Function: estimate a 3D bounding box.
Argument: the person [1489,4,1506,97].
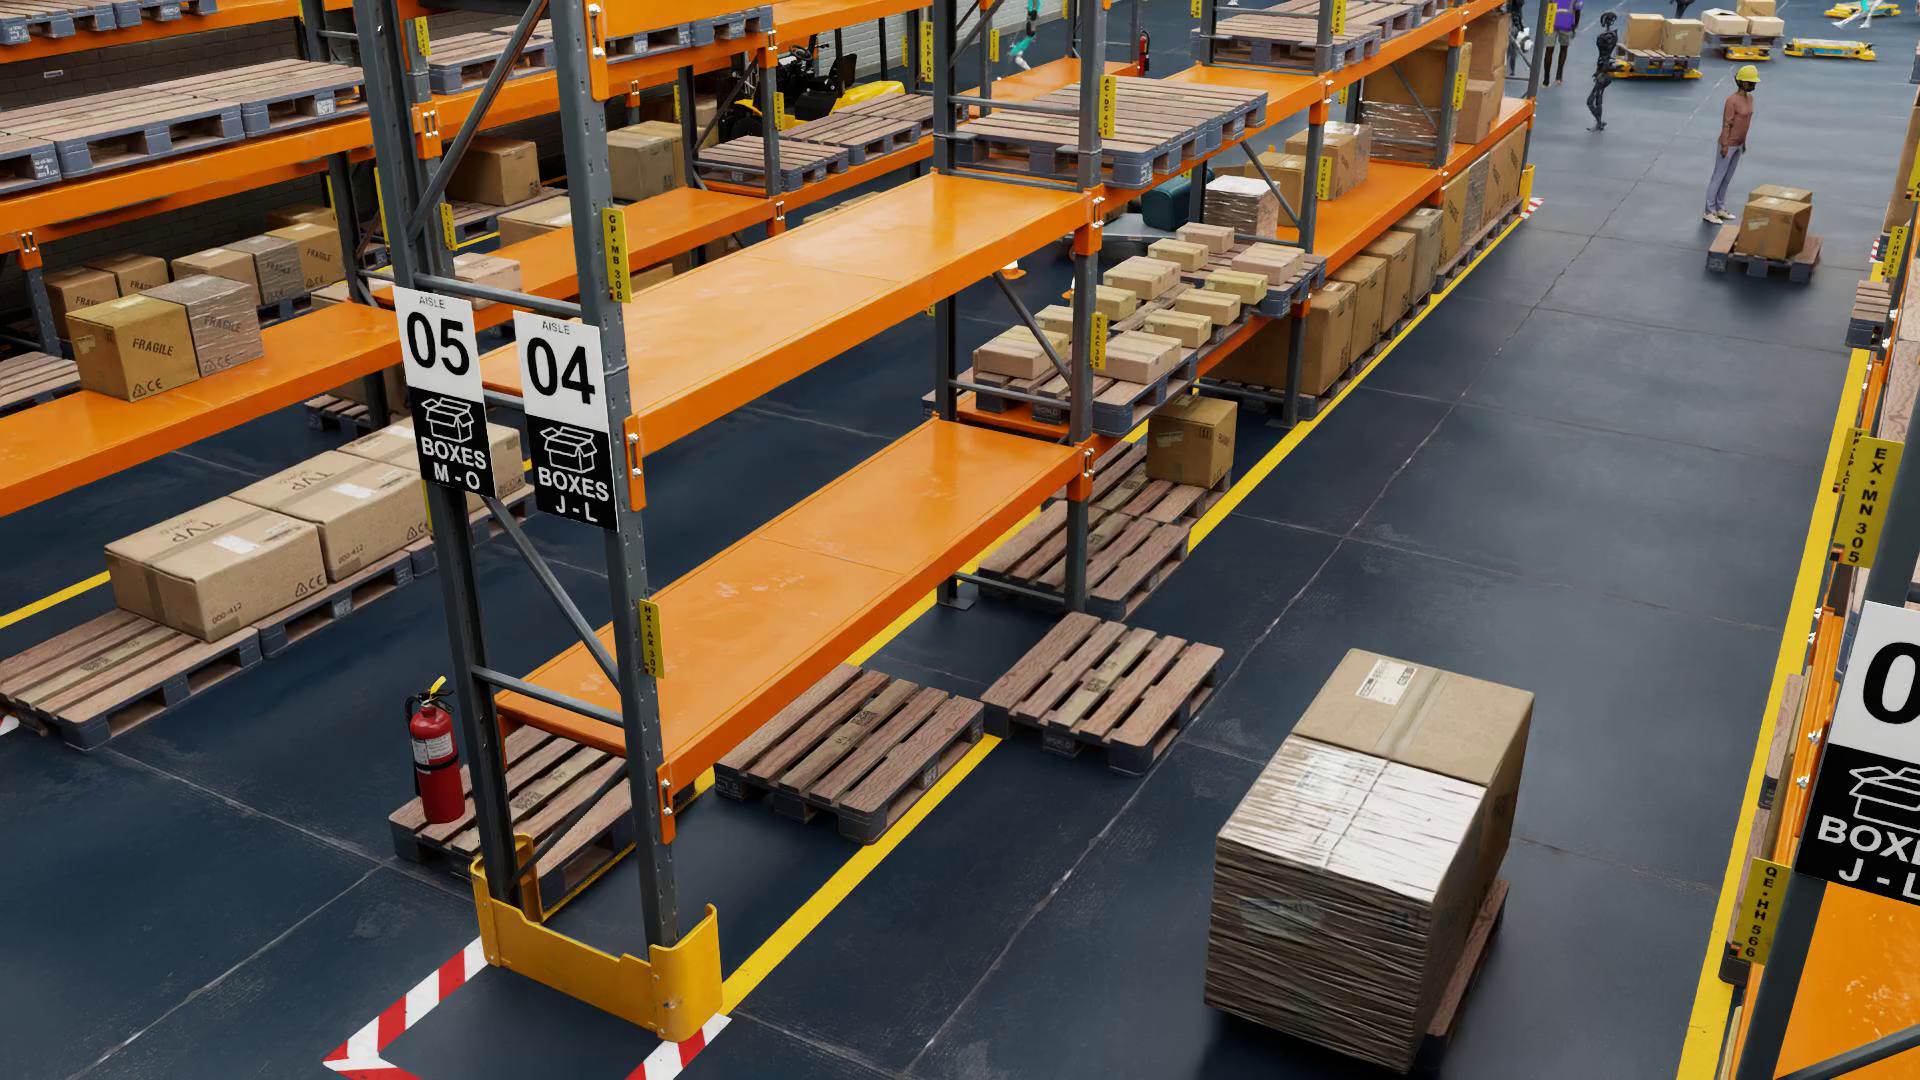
[{"bbox_3d":[7.506,-6.744,23.505,0.947,1.878,0.602,-4,26,-9],"label":"person"}]

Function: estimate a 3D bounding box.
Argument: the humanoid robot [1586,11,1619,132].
[{"bbox_3d":[9.054,-6.604,23.439,0.335,1.642,0.613,5,26,11],"label":"humanoid robot"}]

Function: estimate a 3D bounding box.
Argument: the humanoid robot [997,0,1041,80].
[{"bbox_3d":[0.933,-8.166,26.724,0.905,1.844,0.530,0,26,0],"label":"humanoid robot"}]

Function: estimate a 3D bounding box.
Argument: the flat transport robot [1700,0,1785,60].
[{"bbox_3d":[13.730,-8.697,29.414,0.659,0.231,1.431,3,26,7],"label":"flat transport robot"}]

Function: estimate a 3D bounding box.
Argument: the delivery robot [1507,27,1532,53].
[{"bbox_3d":[9.780,-8.962,29.625,0.772,0.587,0.499,-16,30,-29],"label":"delivery robot"}]

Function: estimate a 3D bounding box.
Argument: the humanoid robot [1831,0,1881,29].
[{"bbox_3d":[17.084,-10.441,31.341,1.019,1.722,0.538,3,26,6],"label":"humanoid robot"}]

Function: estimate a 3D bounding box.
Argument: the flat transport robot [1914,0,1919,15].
[{"bbox_3d":[19.252,-10.072,32.271,0.659,0.231,1.431,8,27,16],"label":"flat transport robot"}]

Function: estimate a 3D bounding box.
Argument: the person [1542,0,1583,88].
[{"bbox_3d":[9.561,-8.226,26.521,0.629,1.933,0.739,10,27,20],"label":"person"}]

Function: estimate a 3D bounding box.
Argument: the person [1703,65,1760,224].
[{"bbox_3d":[8.837,-4.520,19.007,0.523,1.768,0.306,-21,33,-37],"label":"person"}]

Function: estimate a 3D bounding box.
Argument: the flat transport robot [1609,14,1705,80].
[{"bbox_3d":[11.498,-7.813,27.578,1.431,0.231,0.659,2,26,3],"label":"flat transport robot"}]

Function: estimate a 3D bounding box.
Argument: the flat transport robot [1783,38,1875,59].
[{"bbox_3d":[15.313,-8.653,29.321,1.431,0.231,0.659,10,27,20],"label":"flat transport robot"}]

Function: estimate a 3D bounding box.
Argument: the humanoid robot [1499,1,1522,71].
[{"bbox_3d":[9.176,-8.663,27.704,0.540,1.852,0.648,-15,29,-28],"label":"humanoid robot"}]

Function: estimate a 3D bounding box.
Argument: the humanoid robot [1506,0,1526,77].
[{"bbox_3d":[9.106,-8.450,27.315,0.608,1.642,0.616,18,31,33],"label":"humanoid robot"}]

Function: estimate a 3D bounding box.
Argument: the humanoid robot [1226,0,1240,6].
[{"bbox_3d":[5.767,-11.988,34.483,0.723,1.721,0.530,-3,26,-7],"label":"humanoid robot"}]

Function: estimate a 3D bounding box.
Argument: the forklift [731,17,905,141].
[{"bbox_3d":[-1.819,-5.975,21.543,2.313,2.155,1.214,14,29,26],"label":"forklift"}]

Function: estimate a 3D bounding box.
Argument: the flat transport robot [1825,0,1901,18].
[{"bbox_3d":[18.249,-10.699,33.574,1.431,0.231,0.659,-13,28,-24],"label":"flat transport robot"}]

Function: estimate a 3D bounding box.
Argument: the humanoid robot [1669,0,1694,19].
[{"bbox_3d":[13.346,-10.054,30.610,0.609,1.653,0.318,-17,31,-32],"label":"humanoid robot"}]
